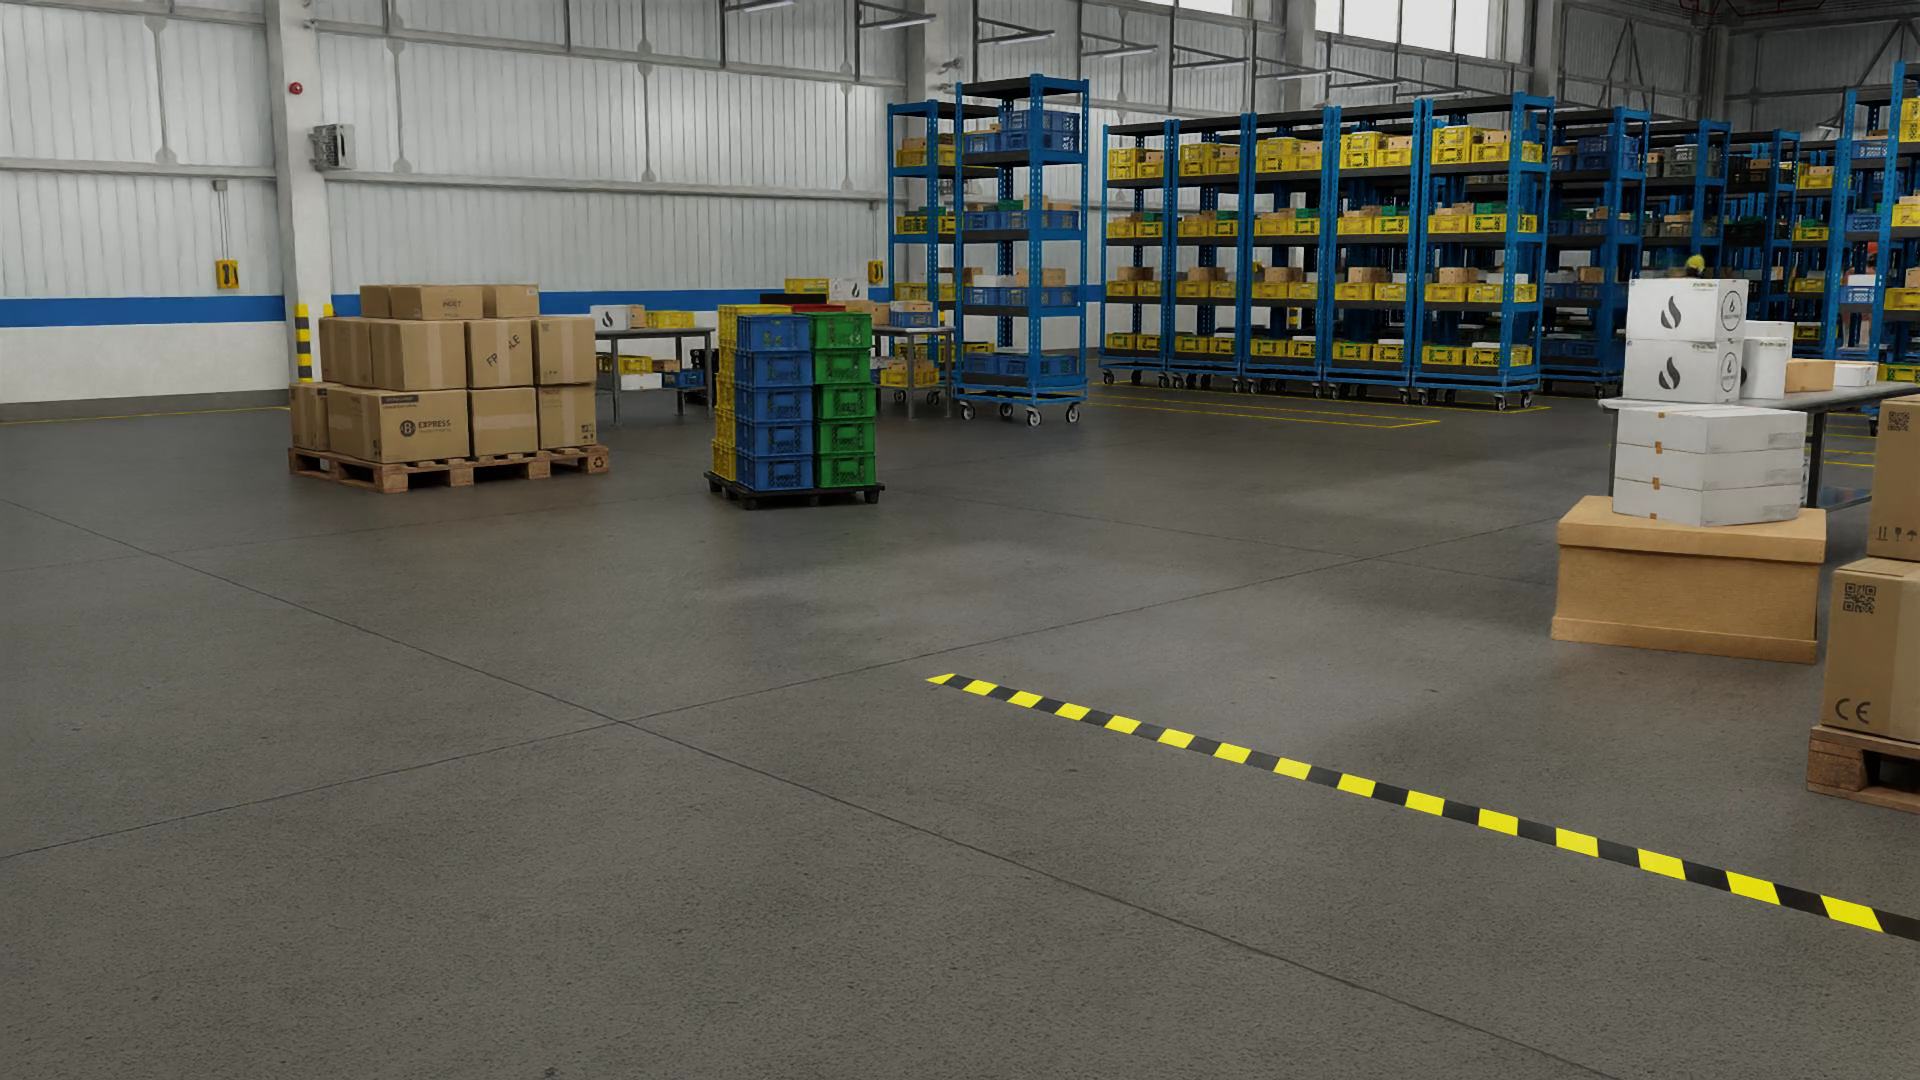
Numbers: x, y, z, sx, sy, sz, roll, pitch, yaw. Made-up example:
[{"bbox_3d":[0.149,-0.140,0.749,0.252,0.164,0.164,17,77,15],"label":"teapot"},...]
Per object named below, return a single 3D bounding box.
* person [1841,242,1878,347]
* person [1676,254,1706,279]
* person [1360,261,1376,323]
[{"bbox_3d":[11.172,-2.720,20.640,0.390,1.990,0.610,-1,9,-6],"label":"person"},{"bbox_3d":[9.174,-2.690,20.981,0.609,1.815,0.506,9,13,44],"label":"person"},{"bbox_3d":[7.711,-4.458,31.583,0.630,1.824,0.580,-8,13,-41],"label":"person"}]
